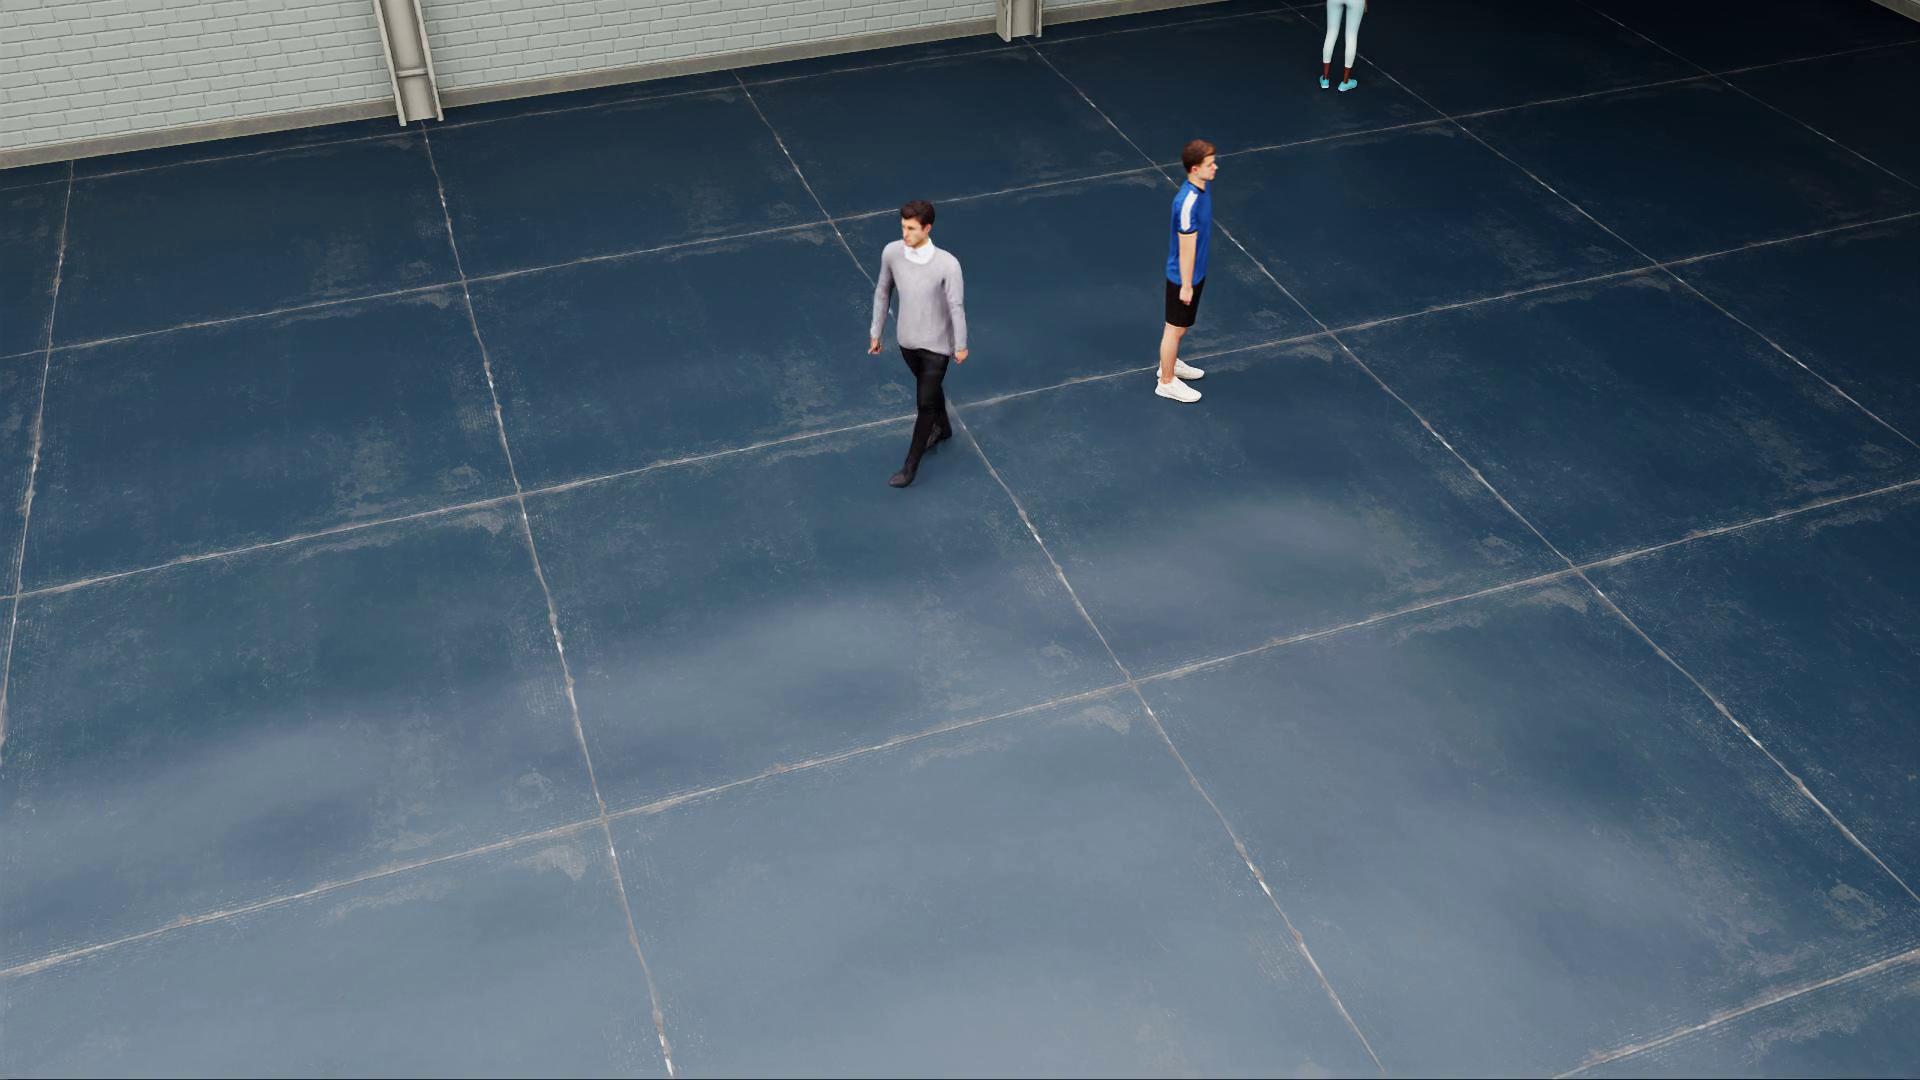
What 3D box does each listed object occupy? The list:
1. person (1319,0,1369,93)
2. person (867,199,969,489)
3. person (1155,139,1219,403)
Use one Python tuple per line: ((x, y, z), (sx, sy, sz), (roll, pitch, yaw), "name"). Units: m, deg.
((3.618, -5.073, 15.546), (0.647, 1.724, 0.711), (15, 40, 18), "person")
((-0.165, -1.324, 10.627), (1.123, 1.882, 1.266), (24, 44, 28), "person")
((1.536, -1.853, 11.316), (0.764, 1.865, 0.739), (9, 39, 11), "person")
